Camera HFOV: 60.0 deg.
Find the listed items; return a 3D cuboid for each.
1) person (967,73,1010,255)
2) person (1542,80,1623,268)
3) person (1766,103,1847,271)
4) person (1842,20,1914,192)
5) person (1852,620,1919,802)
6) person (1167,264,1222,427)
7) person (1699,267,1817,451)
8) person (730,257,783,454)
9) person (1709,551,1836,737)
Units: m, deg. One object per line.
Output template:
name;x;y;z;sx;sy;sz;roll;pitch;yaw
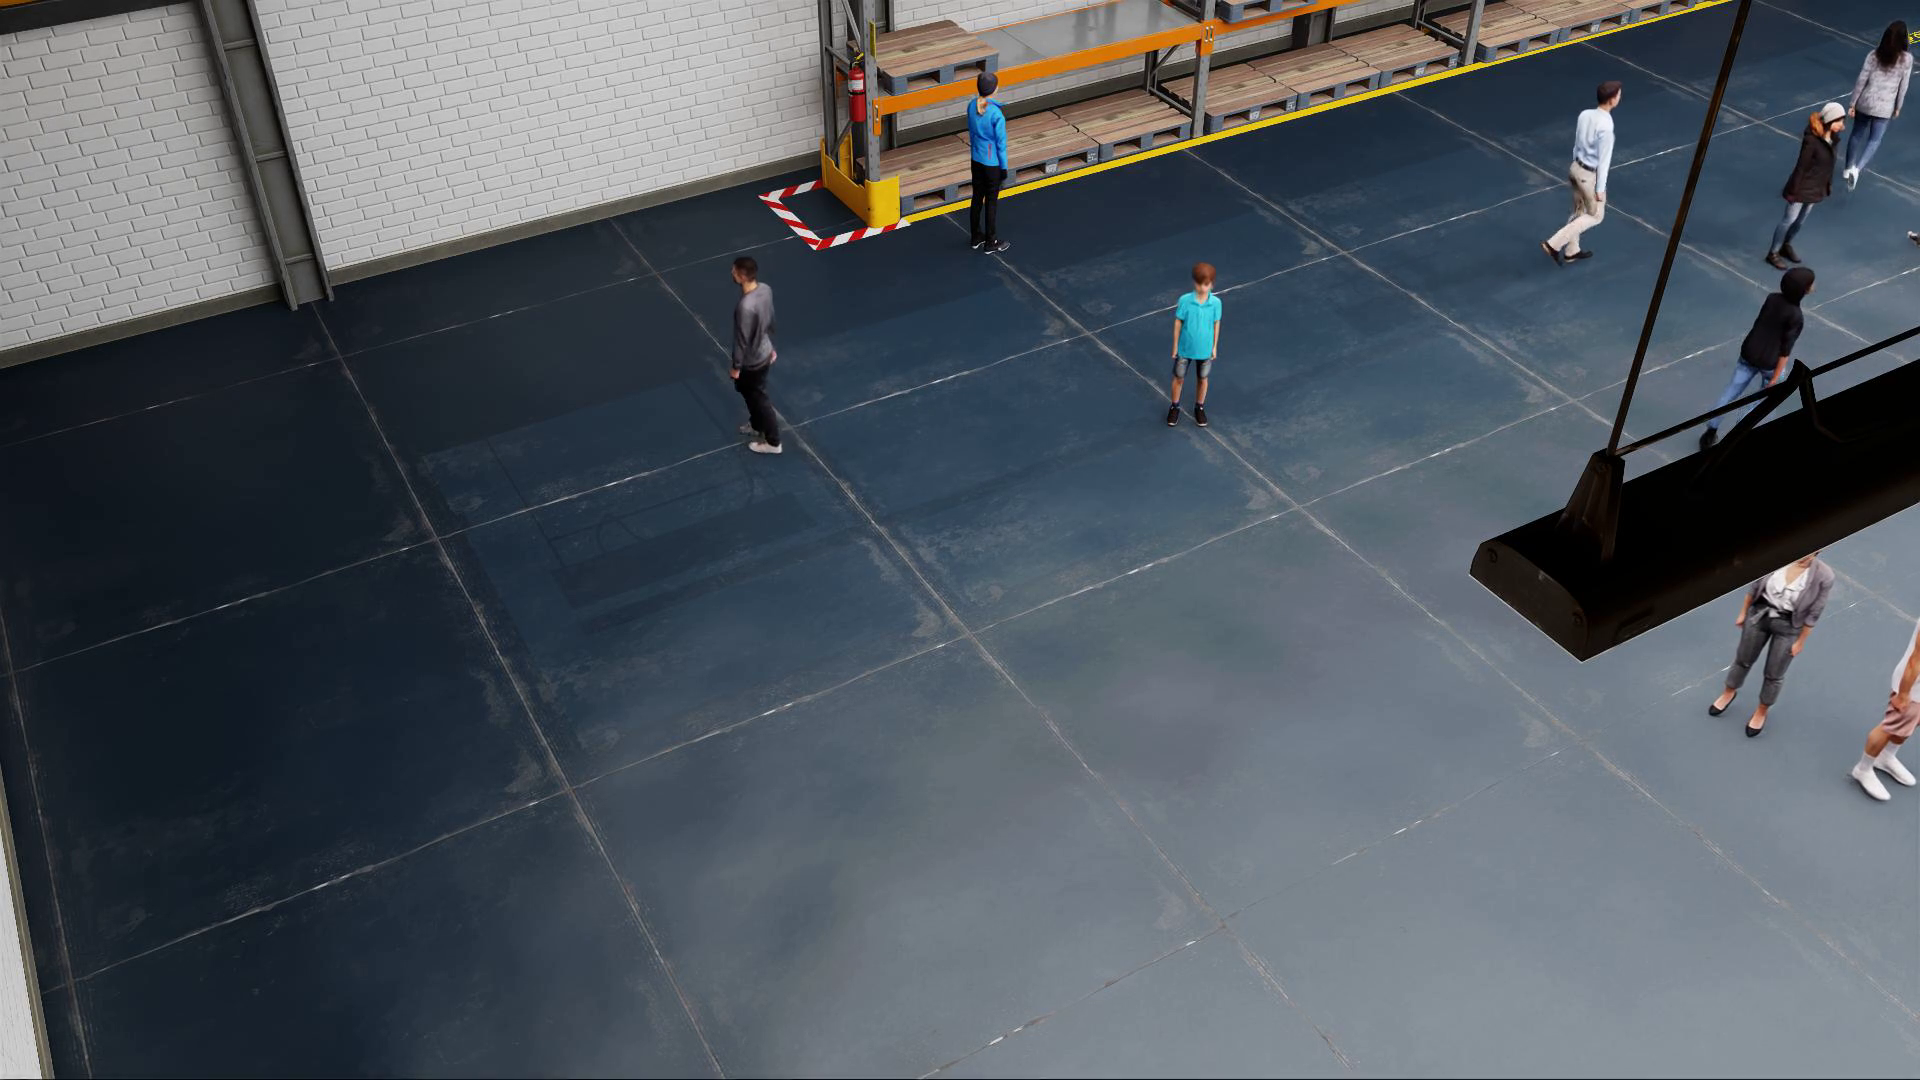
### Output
person;0.252;-3.584;15.815;0.602;1.797;0.664;-30;48;-32
person;5.809;-3.378;15.530;0.963;1.830;0.786;-9;40;-12
person;7.971;-3.356;15.661;0.533;1.634;0.682;-22;44;-25
person;9.268;-4.376;16.874;0.904;1.713;1.125;23;44;26
person;5.959;0.848;10.276;0.485;1.784;0.673;-19;42;-22
person;1.924;-1.608;13.620;0.566;1.449;0.657;1;39;2
person;6.295;-1.388;13.165;0.820;1.673;0.613;-20;43;-23
person;-1.547;-1.430;13.156;0.831;1.749;0.774;7;39;9
person;5.267;0.551;10.735;0.648;1.675;0.667;-31;48;-32
